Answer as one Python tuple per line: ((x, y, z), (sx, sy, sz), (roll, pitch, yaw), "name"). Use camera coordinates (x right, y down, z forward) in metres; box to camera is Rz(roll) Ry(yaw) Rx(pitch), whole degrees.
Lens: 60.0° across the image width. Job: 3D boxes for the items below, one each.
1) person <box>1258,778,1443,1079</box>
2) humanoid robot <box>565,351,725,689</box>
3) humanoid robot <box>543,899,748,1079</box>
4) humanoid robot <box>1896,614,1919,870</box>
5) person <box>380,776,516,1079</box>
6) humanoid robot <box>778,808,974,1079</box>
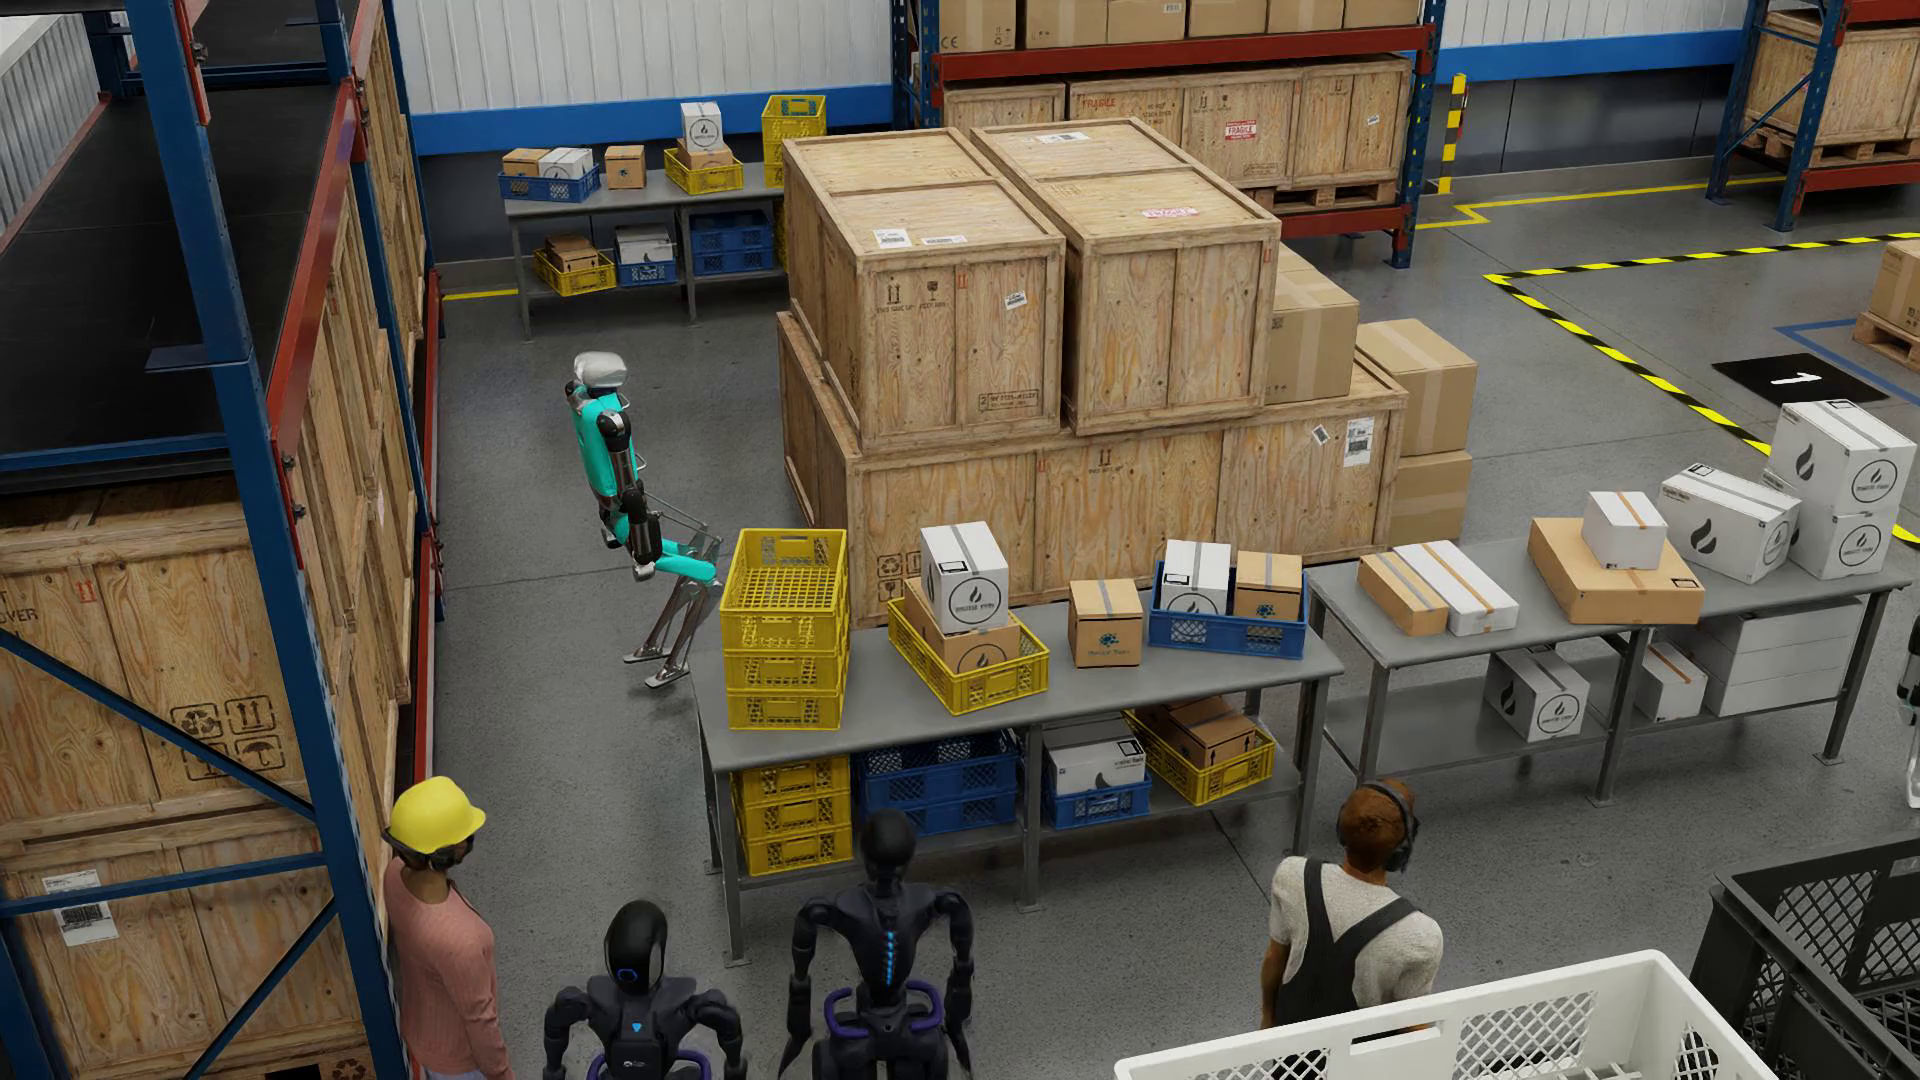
((1.093, 1.470, 4.830), (0.506, 1.838, 0.338), (20, 34, 32), "person")
((-1.375, -0.121, 7.674), (0.735, 1.677, 0.533), (-16, 33, -27), "humanoid robot")
((-0.860, 1.662, 4.638), (0.602, 1.644, 0.392), (-1, 29, -2), "humanoid robot")
((4.078, 0.540, 6.688), (0.530, 1.774, 1.044), (17, 33, 27), "humanoid robot")
((-1.472, 1.453, 4.939), (0.339, 1.761, 0.529), (-20, 35, -32), "person")
((-0.258, 1.474, 4.988), (0.594, 1.657, 0.384), (-6, 29, -10), "humanoid robot")
